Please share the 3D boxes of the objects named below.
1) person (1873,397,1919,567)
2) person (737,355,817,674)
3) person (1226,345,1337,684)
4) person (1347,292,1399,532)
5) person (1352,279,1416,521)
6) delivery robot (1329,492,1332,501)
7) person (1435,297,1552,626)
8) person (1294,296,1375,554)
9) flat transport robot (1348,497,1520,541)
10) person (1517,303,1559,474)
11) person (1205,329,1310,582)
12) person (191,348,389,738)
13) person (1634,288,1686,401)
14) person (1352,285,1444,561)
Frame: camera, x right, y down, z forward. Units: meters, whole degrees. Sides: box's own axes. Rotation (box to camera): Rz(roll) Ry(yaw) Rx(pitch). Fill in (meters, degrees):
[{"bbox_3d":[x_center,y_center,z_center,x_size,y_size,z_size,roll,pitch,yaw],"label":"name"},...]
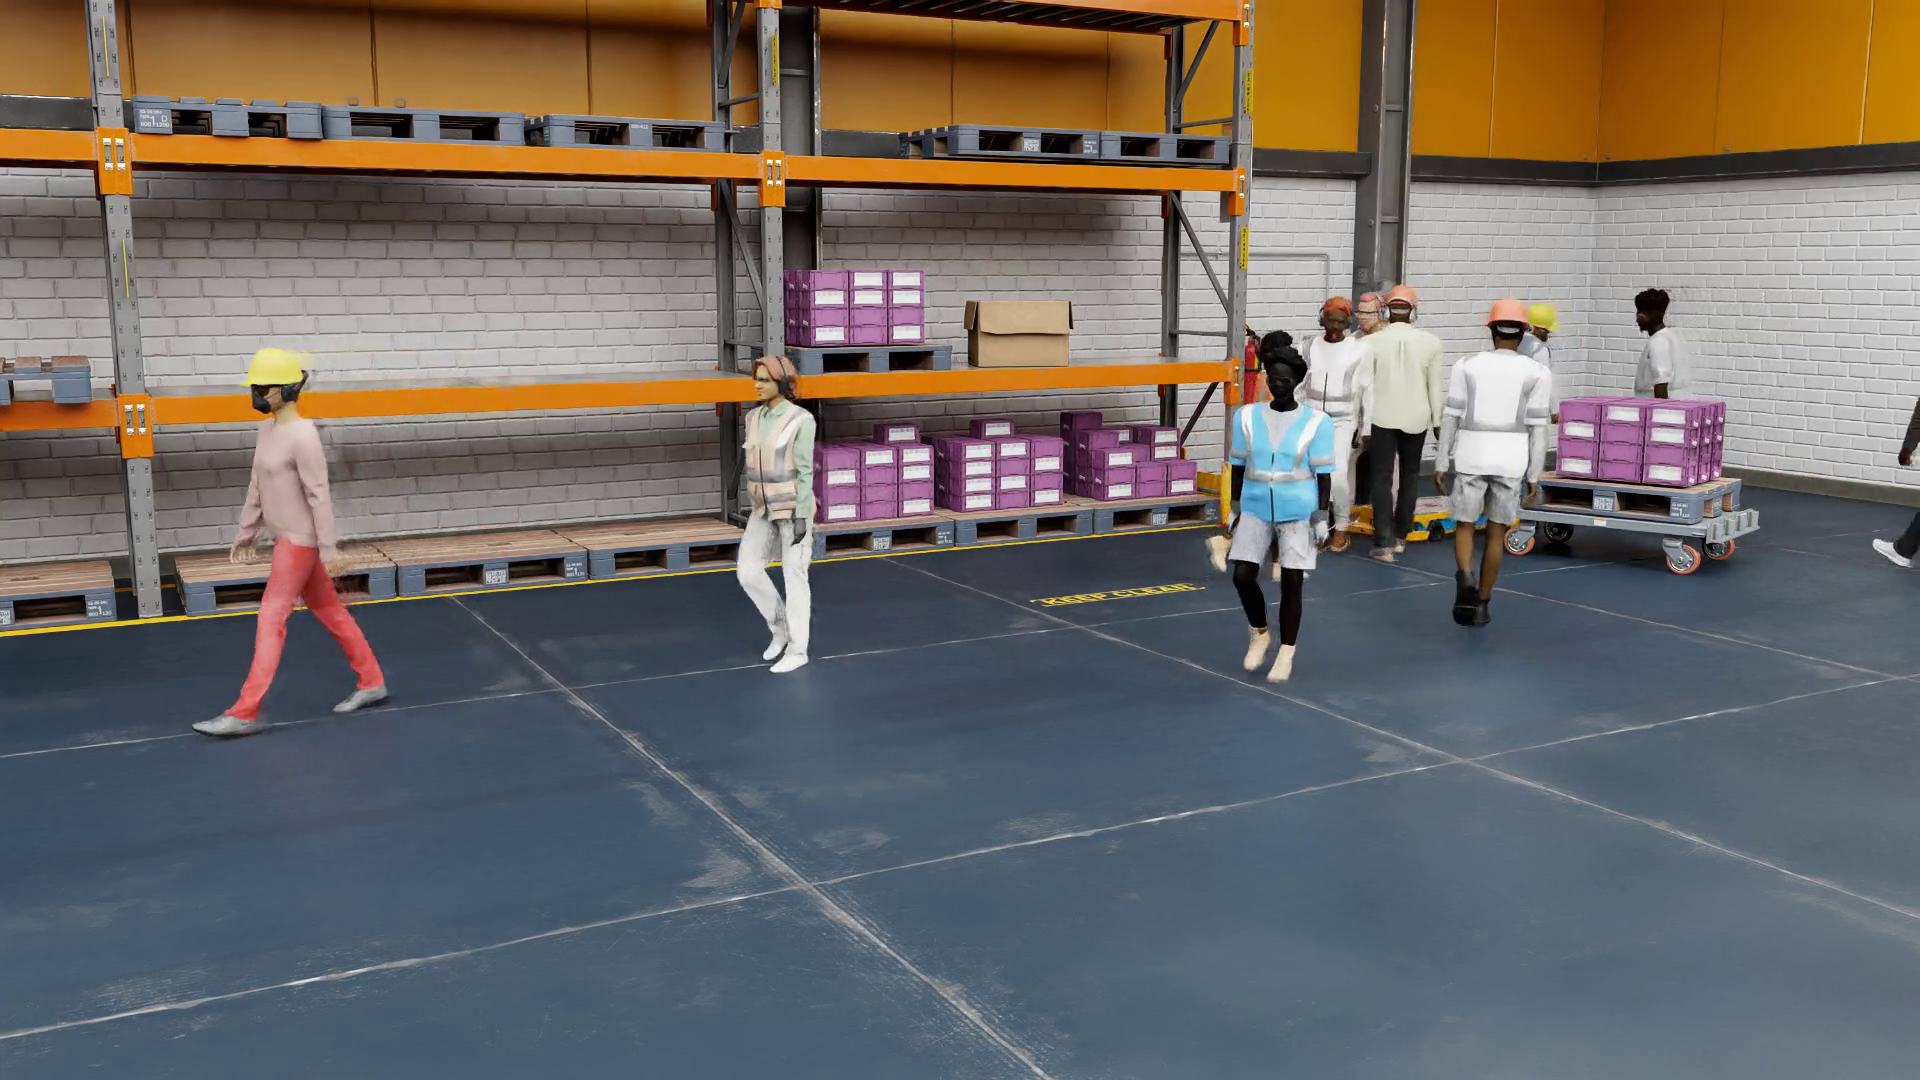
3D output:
[{"bbox_3d":[6.581,-0.675,11.114,0.619,1.863,0.986,-4,10,-23],"label":"person"},{"bbox_3d":[-0.921,-0.123,8.462,0.513,1.629,0.358,8,12,39],"label":"person"},{"bbox_3d":[1.584,-0.122,8.268,0.551,1.684,0.366,4,10,24],"label":"person"},{"bbox_3d":[3.127,-0.952,12.771,0.771,1.870,0.676,-7,12,-36],"label":"person"},{"bbox_3d":[3.338,-1.115,13.270,0.545,2.000,0.706,-4,10,-24],"label":"person"},{"bbox_3d":[2.545,-0.360,12.906,0.707,0.478,0.477,-2,9,-12],"label":"delivery robot"},{"bbox_3d":[3.009,-0.415,9.426,0.602,1.903,0.677,3,10,19],"label":"person"},{"bbox_3d":[2.658,-0.810,11.937,0.597,1.866,0.441,5,11,30],"label":"person"},{"bbox_3d":[3.698,-0.183,12.971,1.431,0.197,0.652,-6,11,-32],"label":"flat transport robot"},{"bbox_3d":[4.915,-1.176,14.483,0.405,1.772,0.652,-3,10,-19],"label":"person"},{"bbox_3d":[1.975,-0.548,10.926,0.623,1.667,0.549,1,9,4],"label":"person"},{"bbox_3d":[-3.016,0.000,7.474,0.923,1.718,0.527,-7,12,-37],"label":"person"},{"bbox_3d":[5.333,-0.995,12.936,1.024,1.893,0.647,7,12,37],"label":"person"},{"bbox_3d":[3.130,-0.841,11.951,0.686,1.949,0.842,1,9,6],"label":"person"}]
